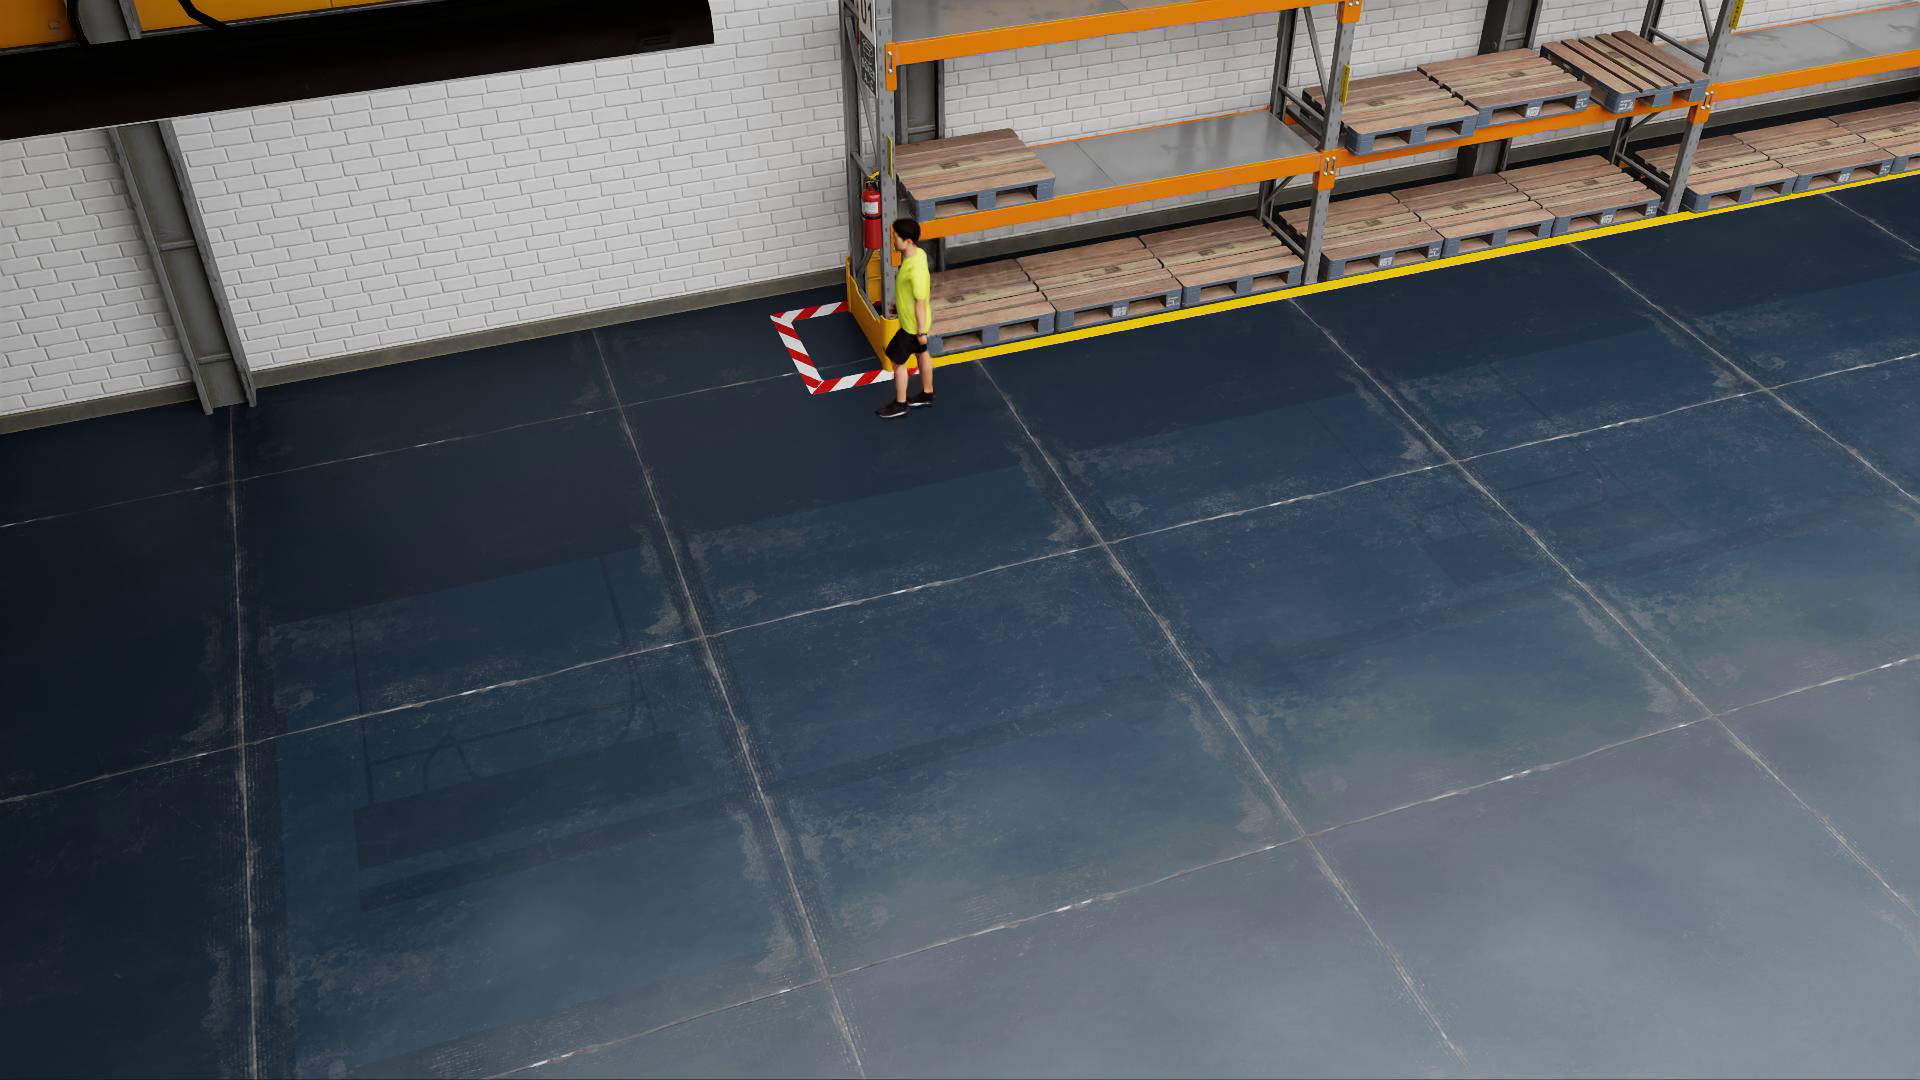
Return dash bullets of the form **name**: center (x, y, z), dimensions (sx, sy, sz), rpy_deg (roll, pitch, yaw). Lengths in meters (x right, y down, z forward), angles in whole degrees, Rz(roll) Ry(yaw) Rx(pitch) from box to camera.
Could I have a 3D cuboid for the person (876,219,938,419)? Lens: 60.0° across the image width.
- **person**: center (-0.291, -1.761, 13.091), dimensions (0.823, 1.693, 0.749), rpy_deg (-2, 39, -3)
